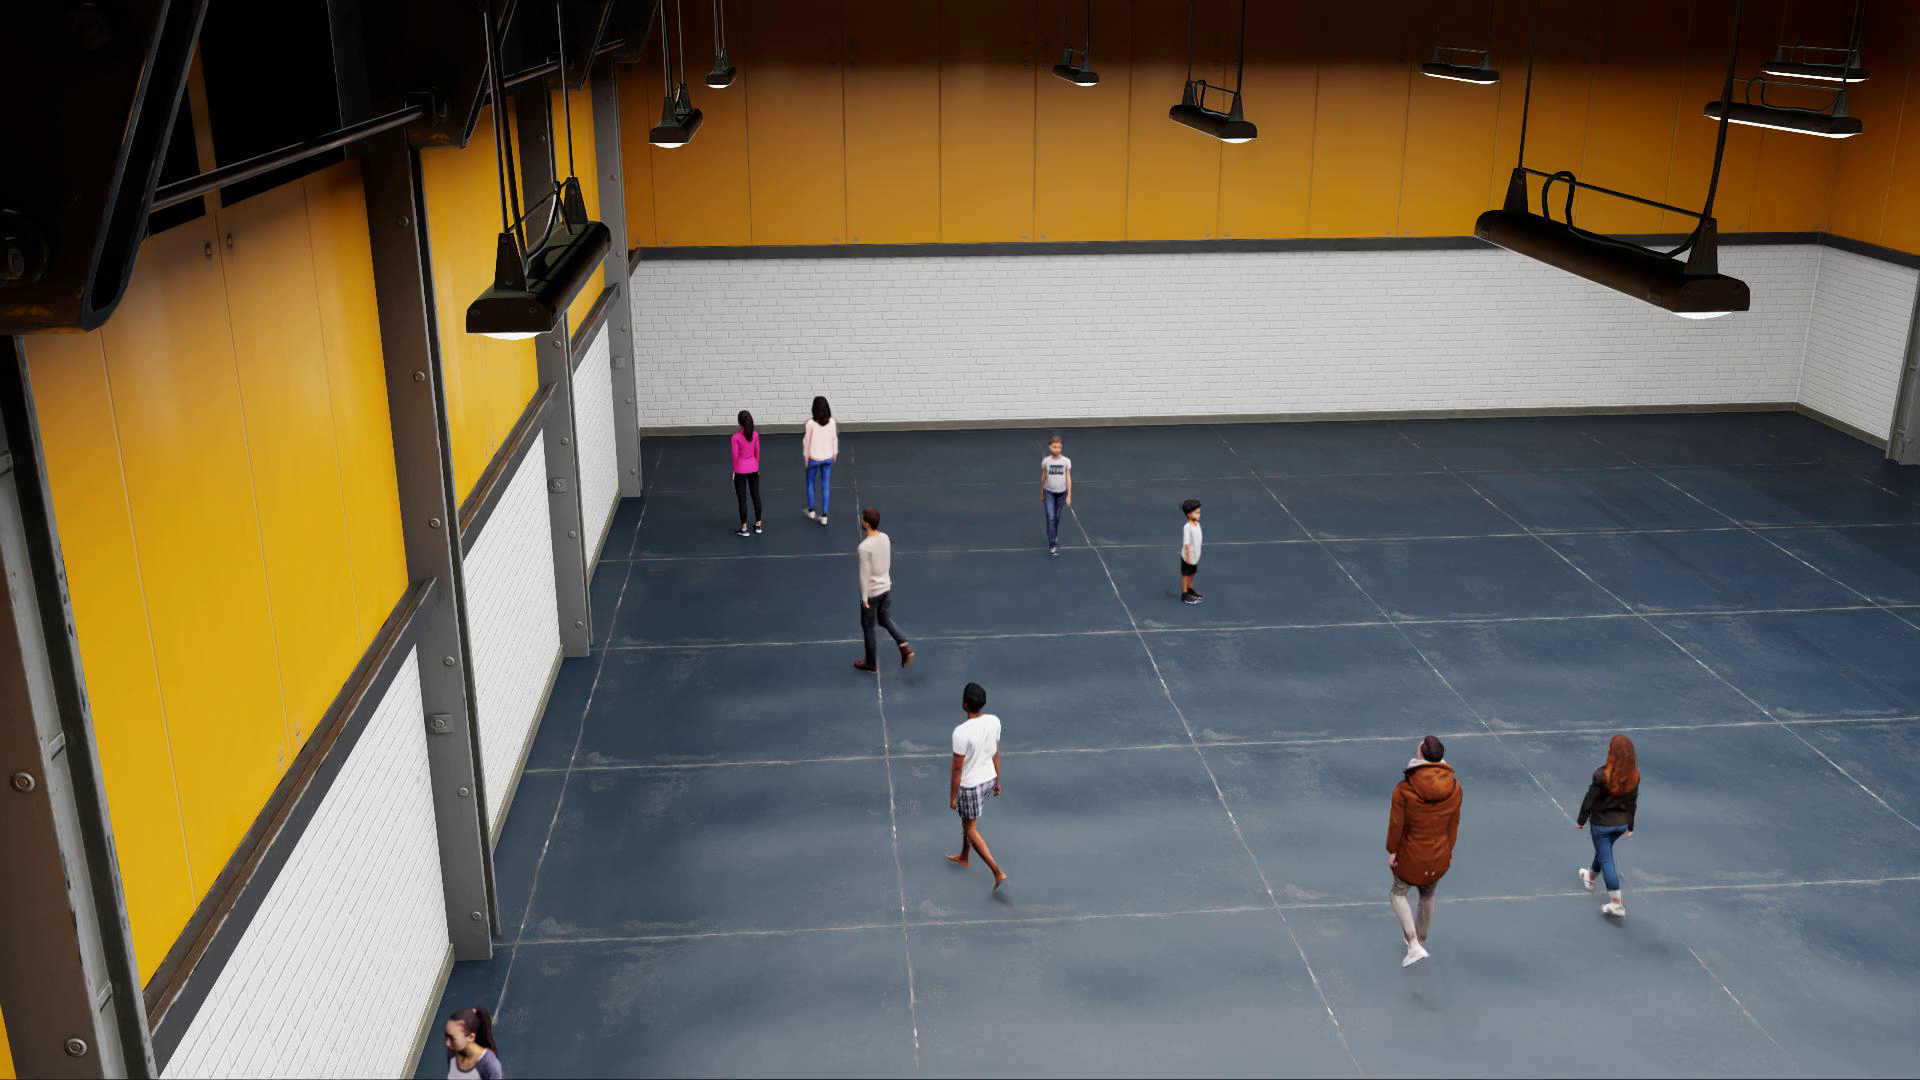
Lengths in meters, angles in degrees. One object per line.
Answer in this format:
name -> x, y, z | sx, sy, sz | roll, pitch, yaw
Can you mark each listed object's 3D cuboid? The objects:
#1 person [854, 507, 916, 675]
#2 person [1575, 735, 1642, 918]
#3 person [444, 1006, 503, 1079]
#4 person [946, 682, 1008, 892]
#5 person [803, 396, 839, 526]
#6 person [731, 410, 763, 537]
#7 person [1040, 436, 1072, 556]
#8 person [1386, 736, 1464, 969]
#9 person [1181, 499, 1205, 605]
person -> -0.816, 0.565, 17.528 | 1.064, 1.853, 1.029 | 13, 22, 33
person -> 5.152, 2.266, 13.108 | 0.647, 1.450, 0.987 | -4, 19, -12
person -> -2.719, 3.380, 9.495 | 0.657, 1.646, 0.705 | 13, 23, 34
person -> 0.164, 2.013, 13.465 | 1.023, 1.702, 1.157 | -16, 24, -39
person -> -1.869, -1.056, 22.500 | 0.788, 1.752, 0.874 | -7, 20, -20
person -> -2.837, -0.906, 22.137 | 0.689, 1.699, 0.729 | -14, 23, -36
person -> 1.224, -0.613, 21.563 | 0.533, 1.510, 1.100 | -1, 19, -3
person -> 3.439, 2.348, 12.280 | 0.701, 1.823, 0.864 | -2, 19, -6
person -> 2.731, 0.119, 19.783 | 0.641, 1.259, 0.570 | 12, 22, 31
